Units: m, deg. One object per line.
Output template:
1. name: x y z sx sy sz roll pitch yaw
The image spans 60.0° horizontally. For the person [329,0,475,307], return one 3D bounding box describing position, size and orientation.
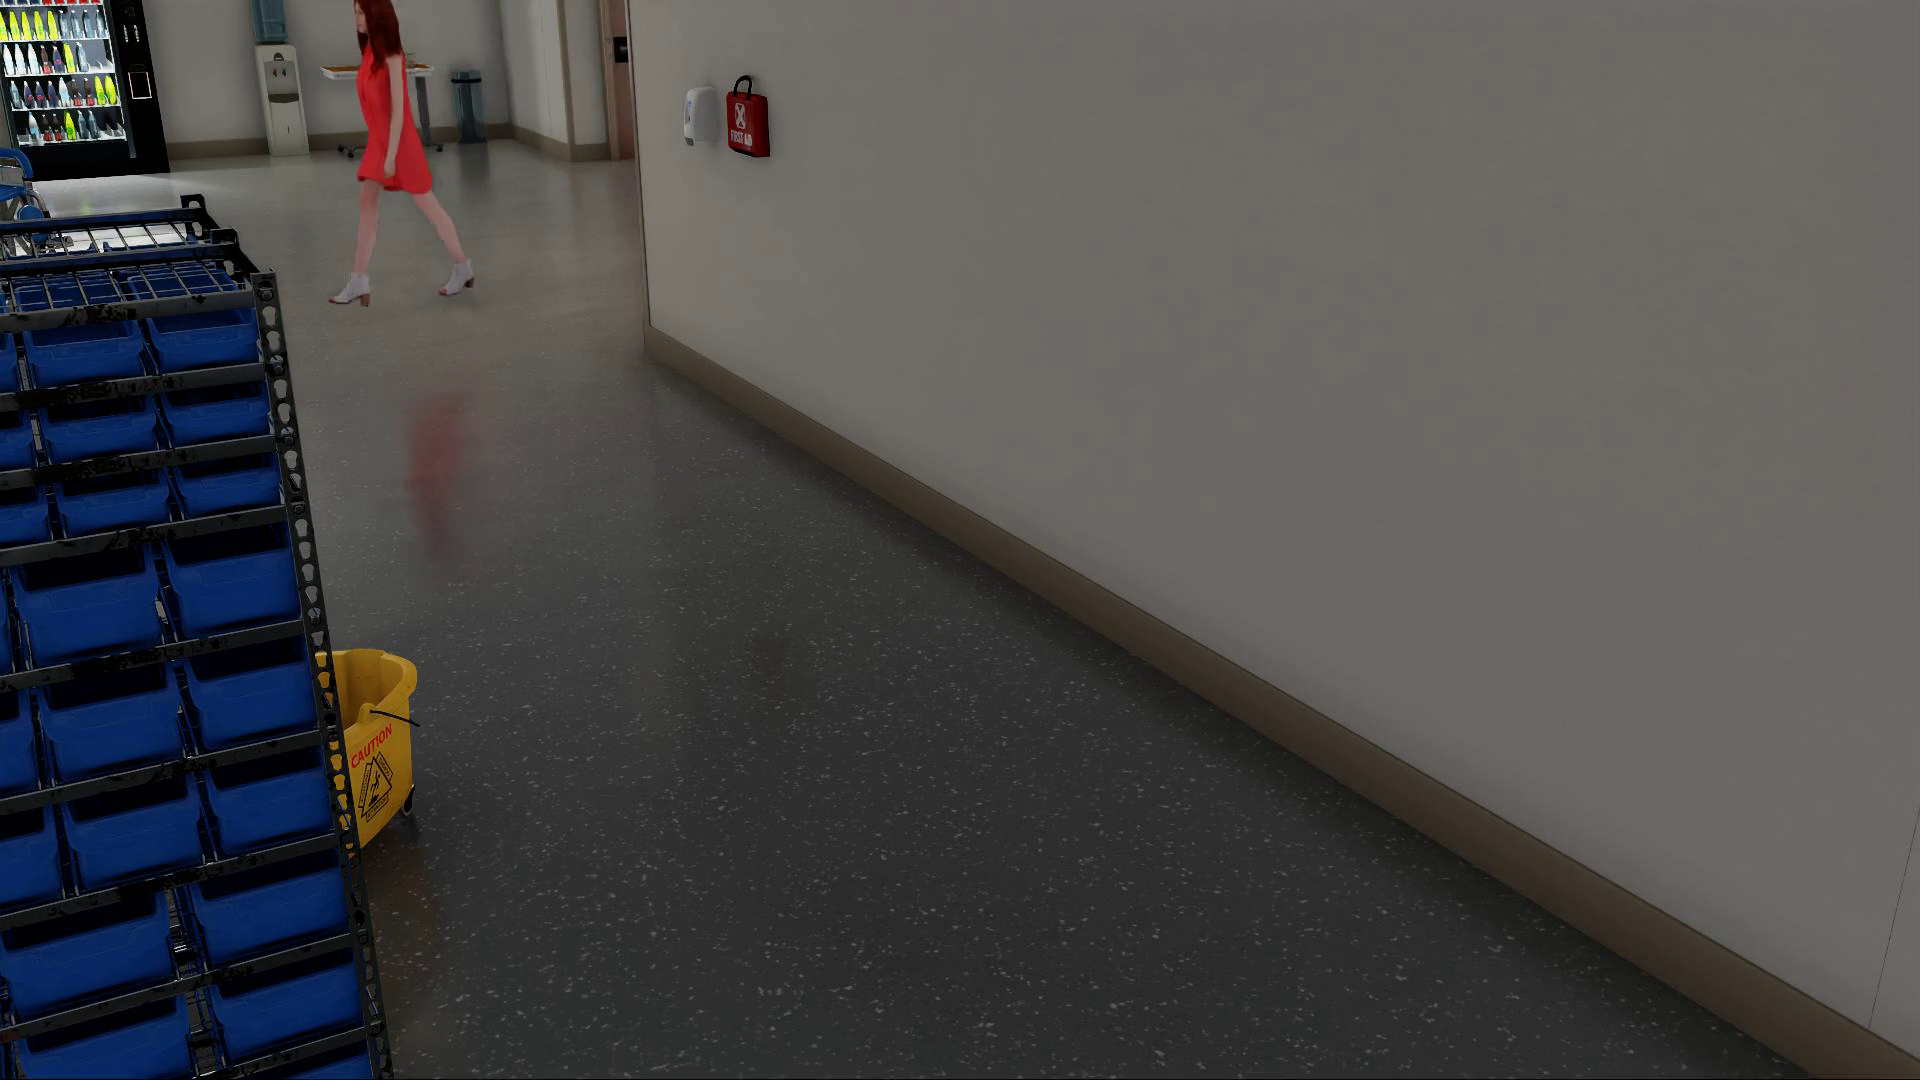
1. person: -3.216 -2.249 9.756 1.161 1.777 0.769 -17 27 -38
